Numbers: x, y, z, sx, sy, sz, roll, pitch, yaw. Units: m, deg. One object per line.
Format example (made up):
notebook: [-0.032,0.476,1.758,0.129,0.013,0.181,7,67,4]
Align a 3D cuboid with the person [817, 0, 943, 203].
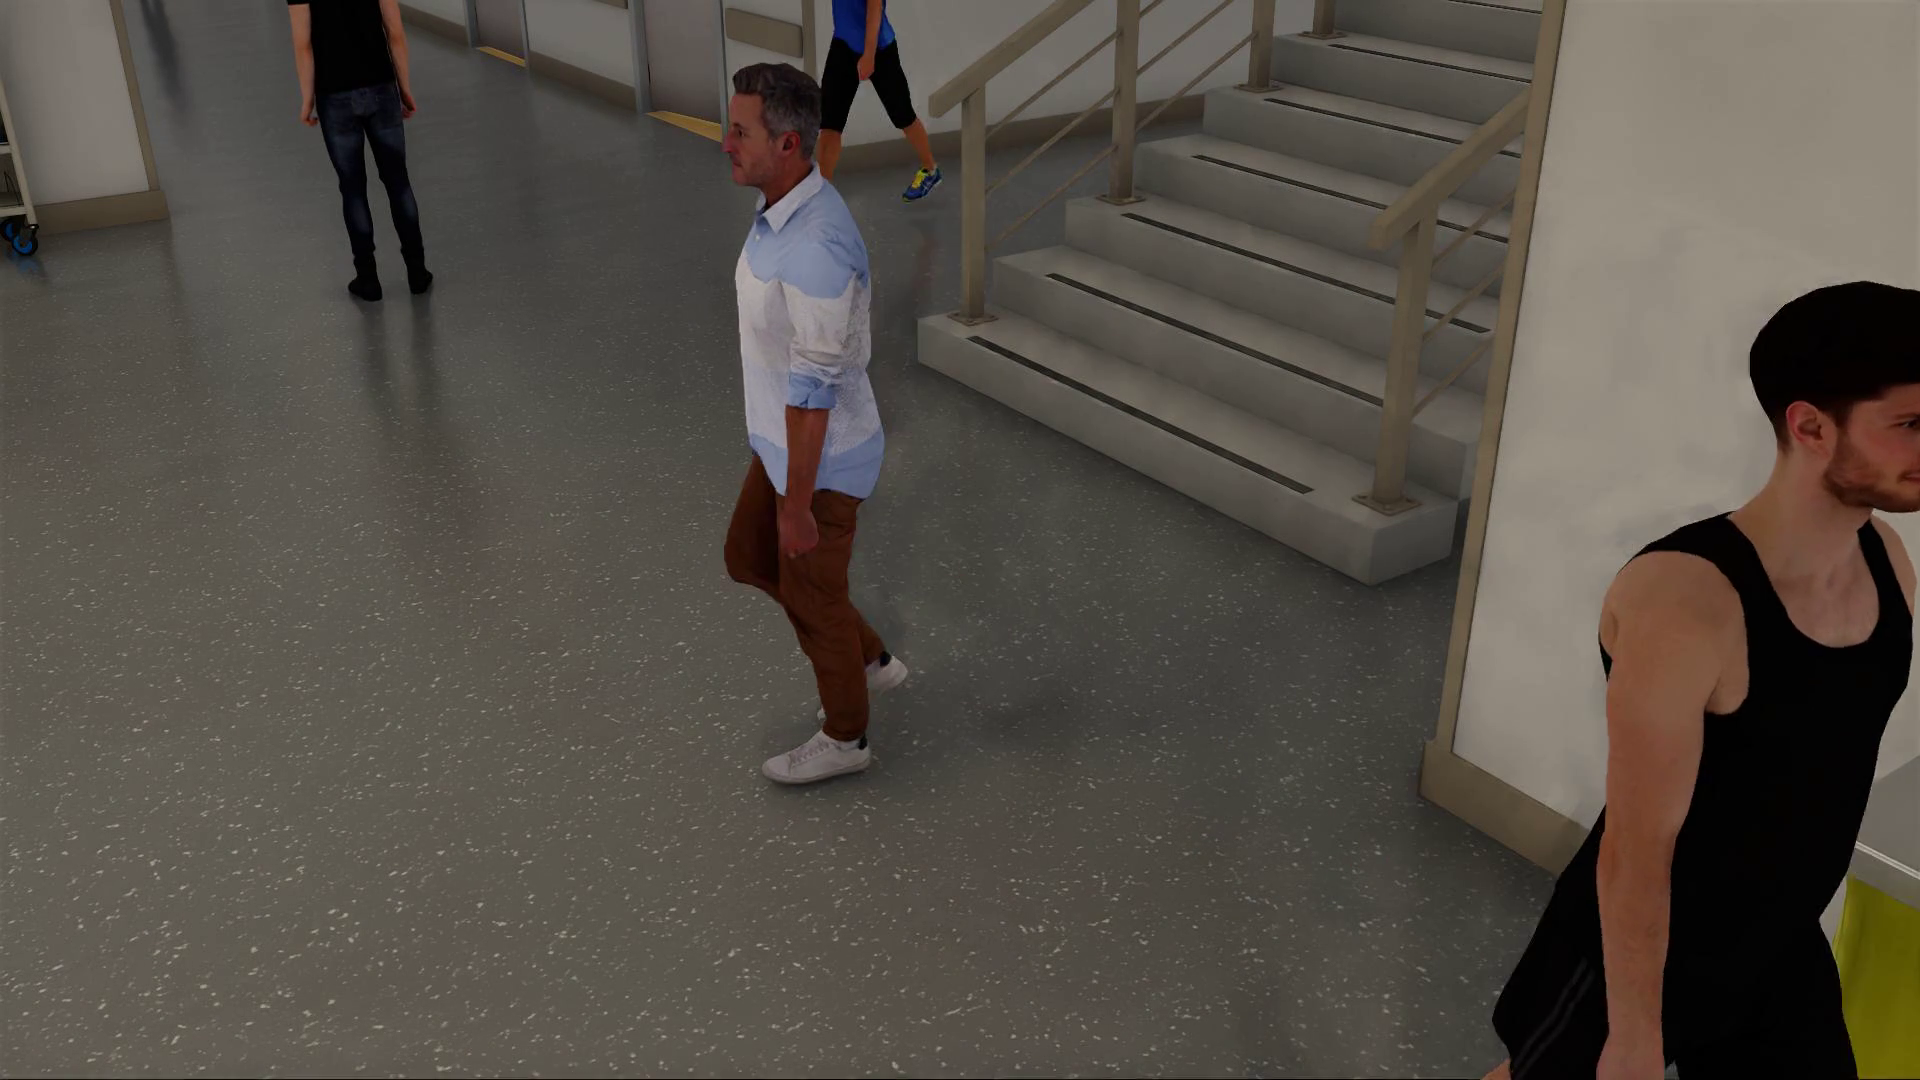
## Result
person: [-0.450,-2.697,9.146,0.806,1.816,1.350,23,34,39]

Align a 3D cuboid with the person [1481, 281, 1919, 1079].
person: [0.988,0.533,2.418,1.127,1.842,0.860,-13,29,-26]

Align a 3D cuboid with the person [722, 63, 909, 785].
person: [-0.288,-0.238,4.051,0.817,1.811,0.803,-6,26,-13]

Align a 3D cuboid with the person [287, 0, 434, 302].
person: [-2.818,-2.082,7.782,0.513,1.894,0.763,-14,29,-26]
